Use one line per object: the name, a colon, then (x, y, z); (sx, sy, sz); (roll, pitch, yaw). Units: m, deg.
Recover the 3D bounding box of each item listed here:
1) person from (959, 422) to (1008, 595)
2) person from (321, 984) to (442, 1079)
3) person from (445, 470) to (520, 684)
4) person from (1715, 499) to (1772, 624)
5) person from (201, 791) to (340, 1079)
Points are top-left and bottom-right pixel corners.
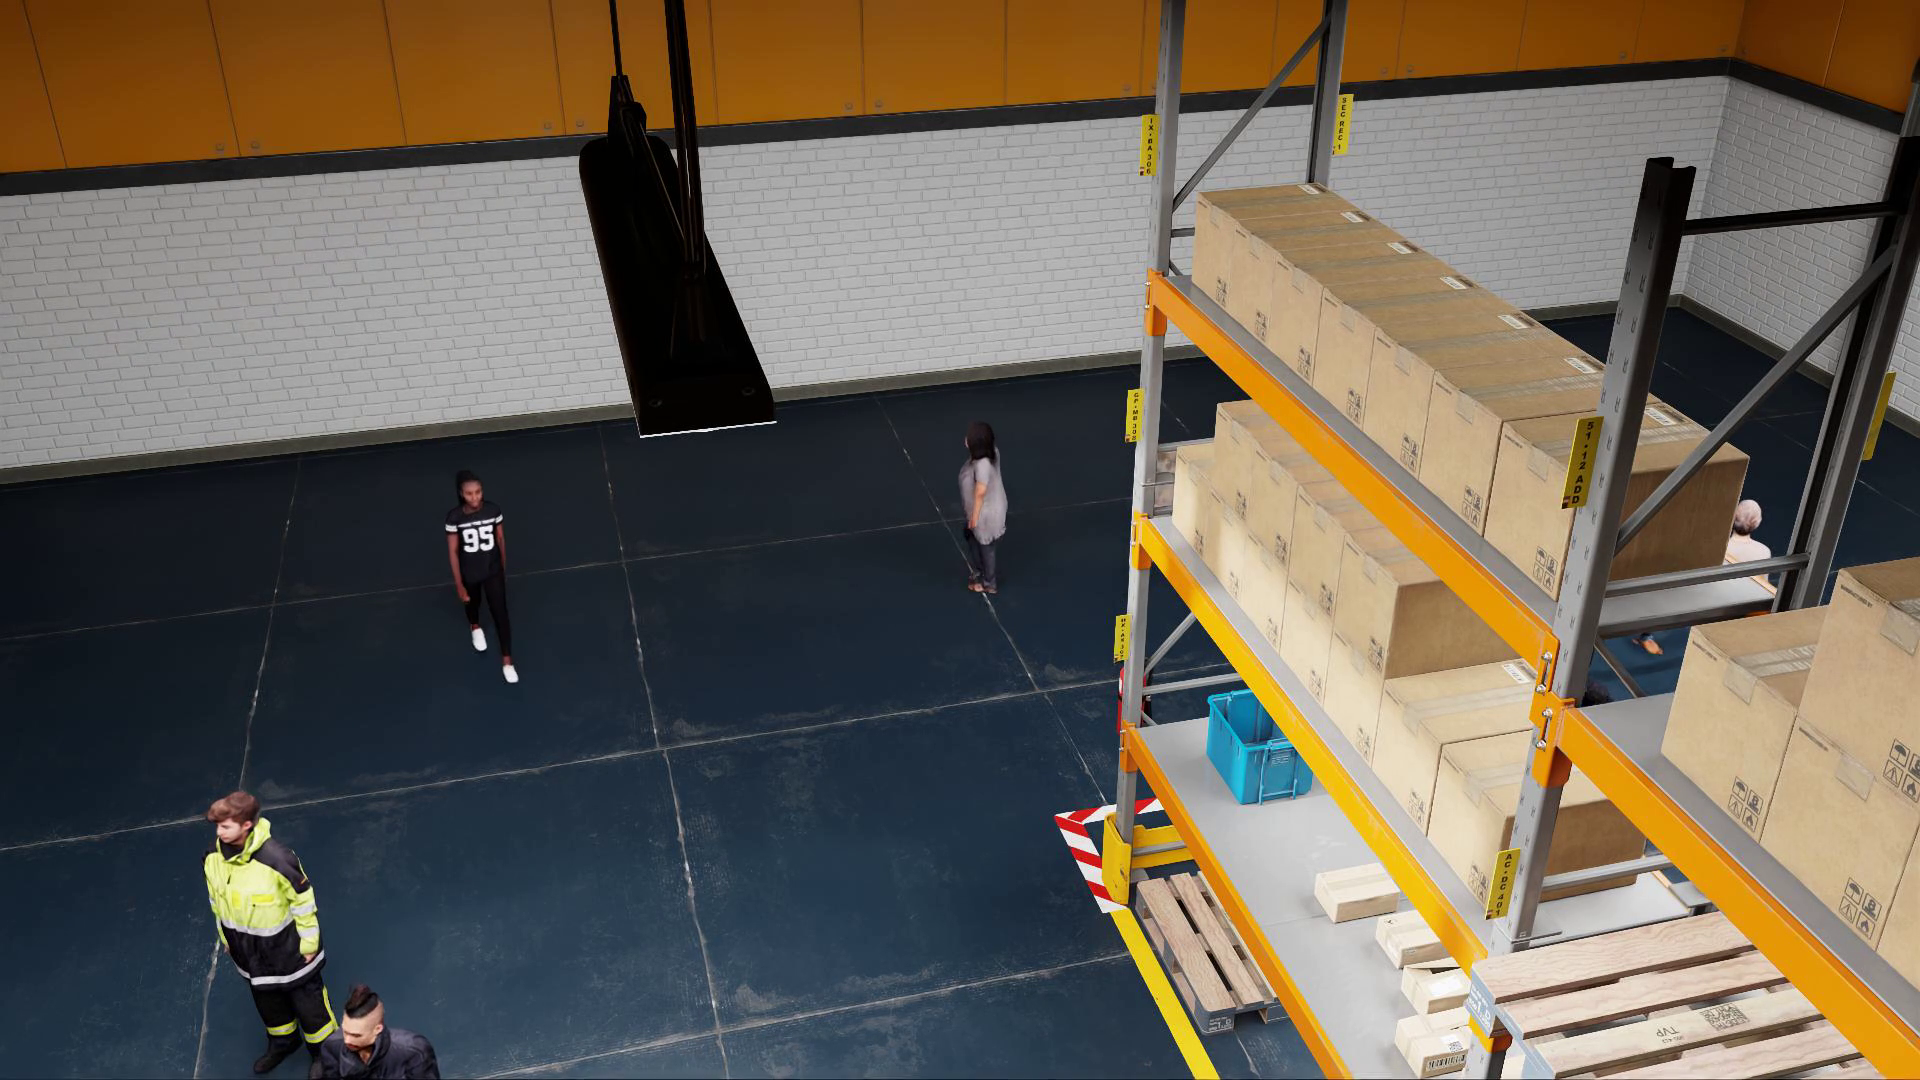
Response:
person: (0.279, -0.273, 14.246); (0.818, 1.601, 0.726); (4, 29, 8)
person: (-2.802, 2.888, 8.174); (0.827, 1.868, 0.800); (1, 29, 2)
person: (-3.842, 0.235, 13.223); (0.744, 1.690, 1.209); (-13, 31, -22)
person: (5.692, 0.570, 12.419); (0.760, 1.871, 0.721); (3, 29, 6)
person: (-3.852, 2.201, 9.317); (0.870, 1.979, 0.845); (6, 29, 11)
